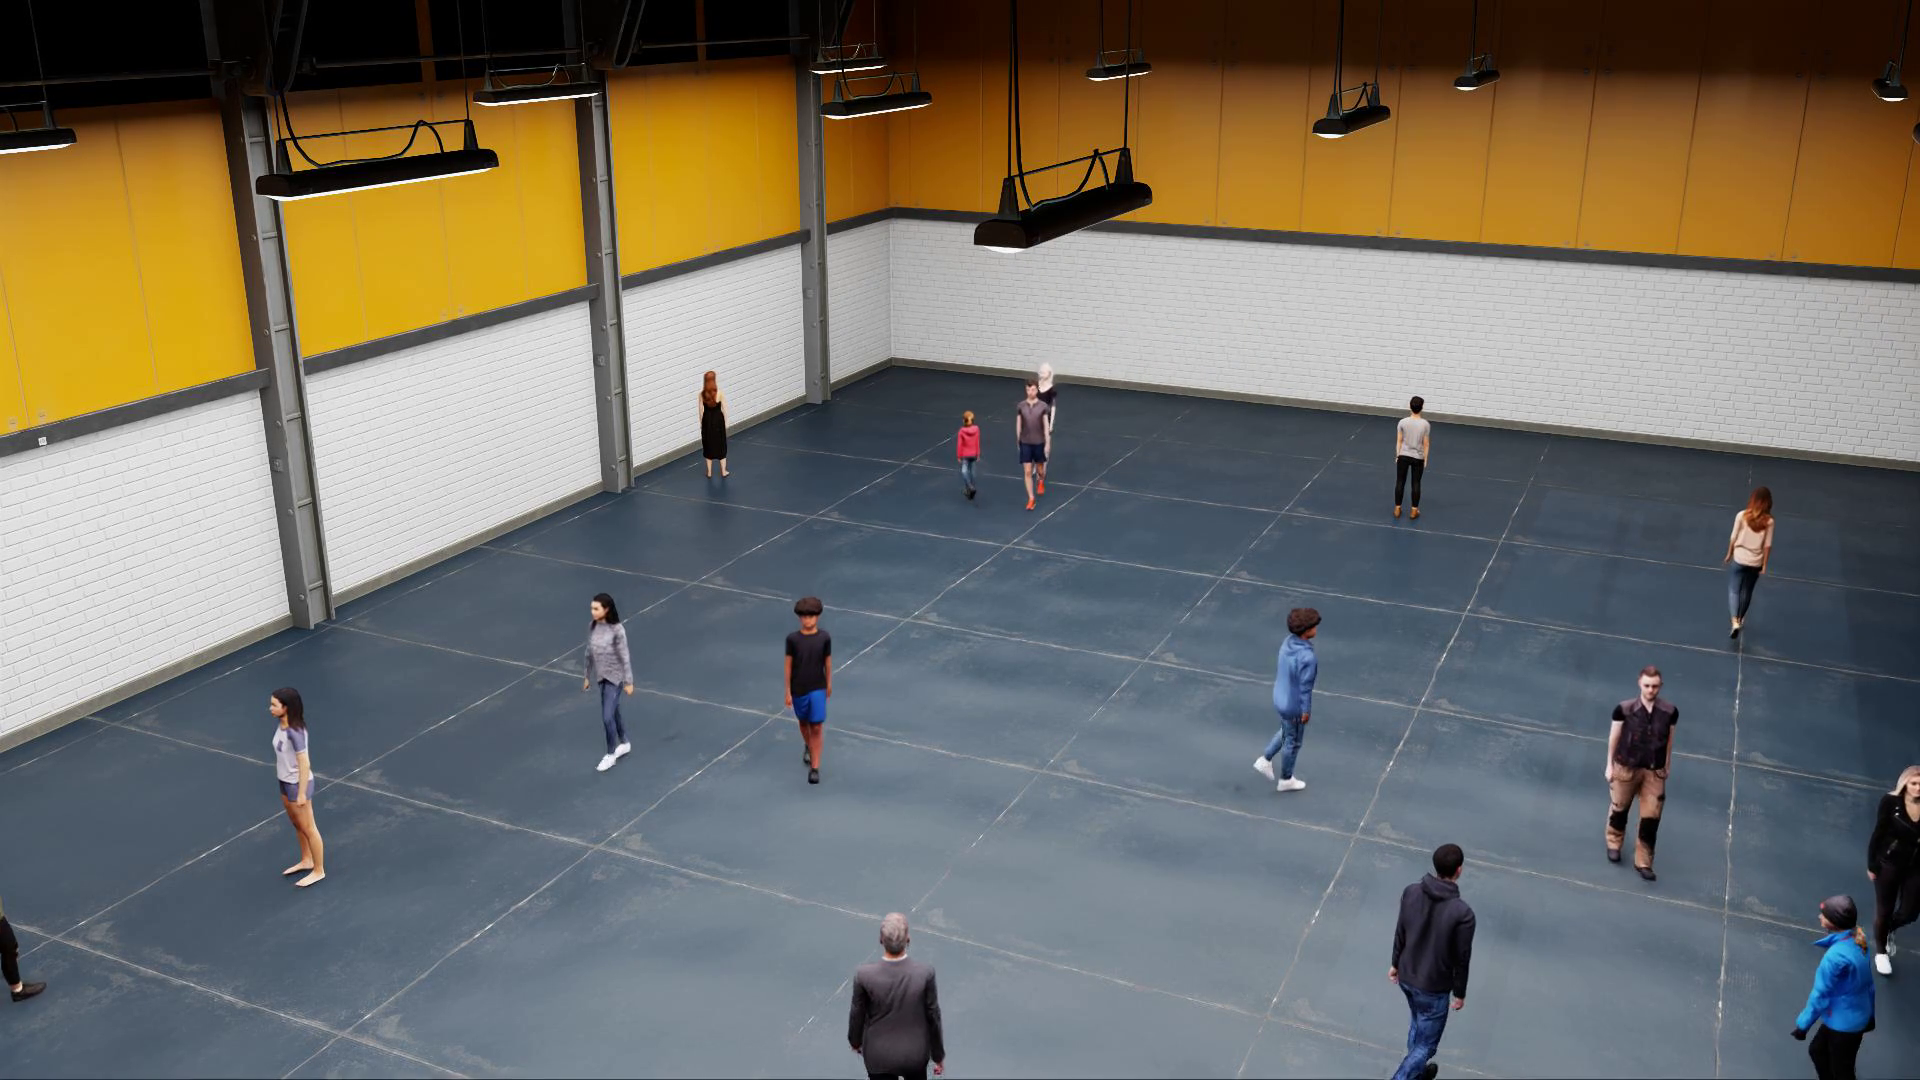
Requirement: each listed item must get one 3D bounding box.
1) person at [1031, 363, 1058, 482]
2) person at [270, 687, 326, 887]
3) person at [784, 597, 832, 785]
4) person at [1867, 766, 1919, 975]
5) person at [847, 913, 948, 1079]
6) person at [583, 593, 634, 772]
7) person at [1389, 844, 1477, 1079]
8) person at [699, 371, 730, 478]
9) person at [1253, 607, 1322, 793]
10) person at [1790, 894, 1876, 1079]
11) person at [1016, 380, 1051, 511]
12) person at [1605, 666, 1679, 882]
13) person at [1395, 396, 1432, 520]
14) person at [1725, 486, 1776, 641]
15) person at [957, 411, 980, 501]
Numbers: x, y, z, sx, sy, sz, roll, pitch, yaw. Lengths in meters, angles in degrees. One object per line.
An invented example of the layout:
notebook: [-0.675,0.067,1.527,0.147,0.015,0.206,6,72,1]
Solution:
person: [1.275,-1.771,24.872,0.637,1.813,0.625,12,22,32]
person: [-5.491,2.014,13.758,0.642,1.734,0.654,-16,24,-39]
person: [-1.441,1.371,15.659,0.949,1.738,1.225,-1,19,-2]
person: [7.090,2.443,12.573,0.667,1.677,0.712,5,19,15]
person: [-0.384,3.172,10.189,0.991,1.817,1.069,-2,19,-5]
person: [-3.277,1.299,15.915,0.711,1.712,0.839,12,22,32]
person: [2.991,2.922,10.874,1.221,1.853,0.986,-16,24,-39]
person: [-3.730,-1.753,25.111,0.669,1.626,0.701,-1,19,-4]
person: [2.979,1.465,15.282,0.935,1.800,0.870,-4,19,-11]
person: [5.665,3.087,10.523,0.797,1.764,0.848,-12,22,-31]
person: [1.051,-1.388,23.704,0.799,1.833,1.066,3,19,10]
person: [5.707,1.877,14.029,0.792,1.820,0.940,4,19,12]
person: [6.297,-1.164,23.220,0.599,1.718,0.524,7,20,20]
person: [8.914,0.281,18.851,0.623,1.766,1.064,8,20,22]
person: [0.157,-1.190,23.944,0.743,1.304,0.789,-8,20,-23]
